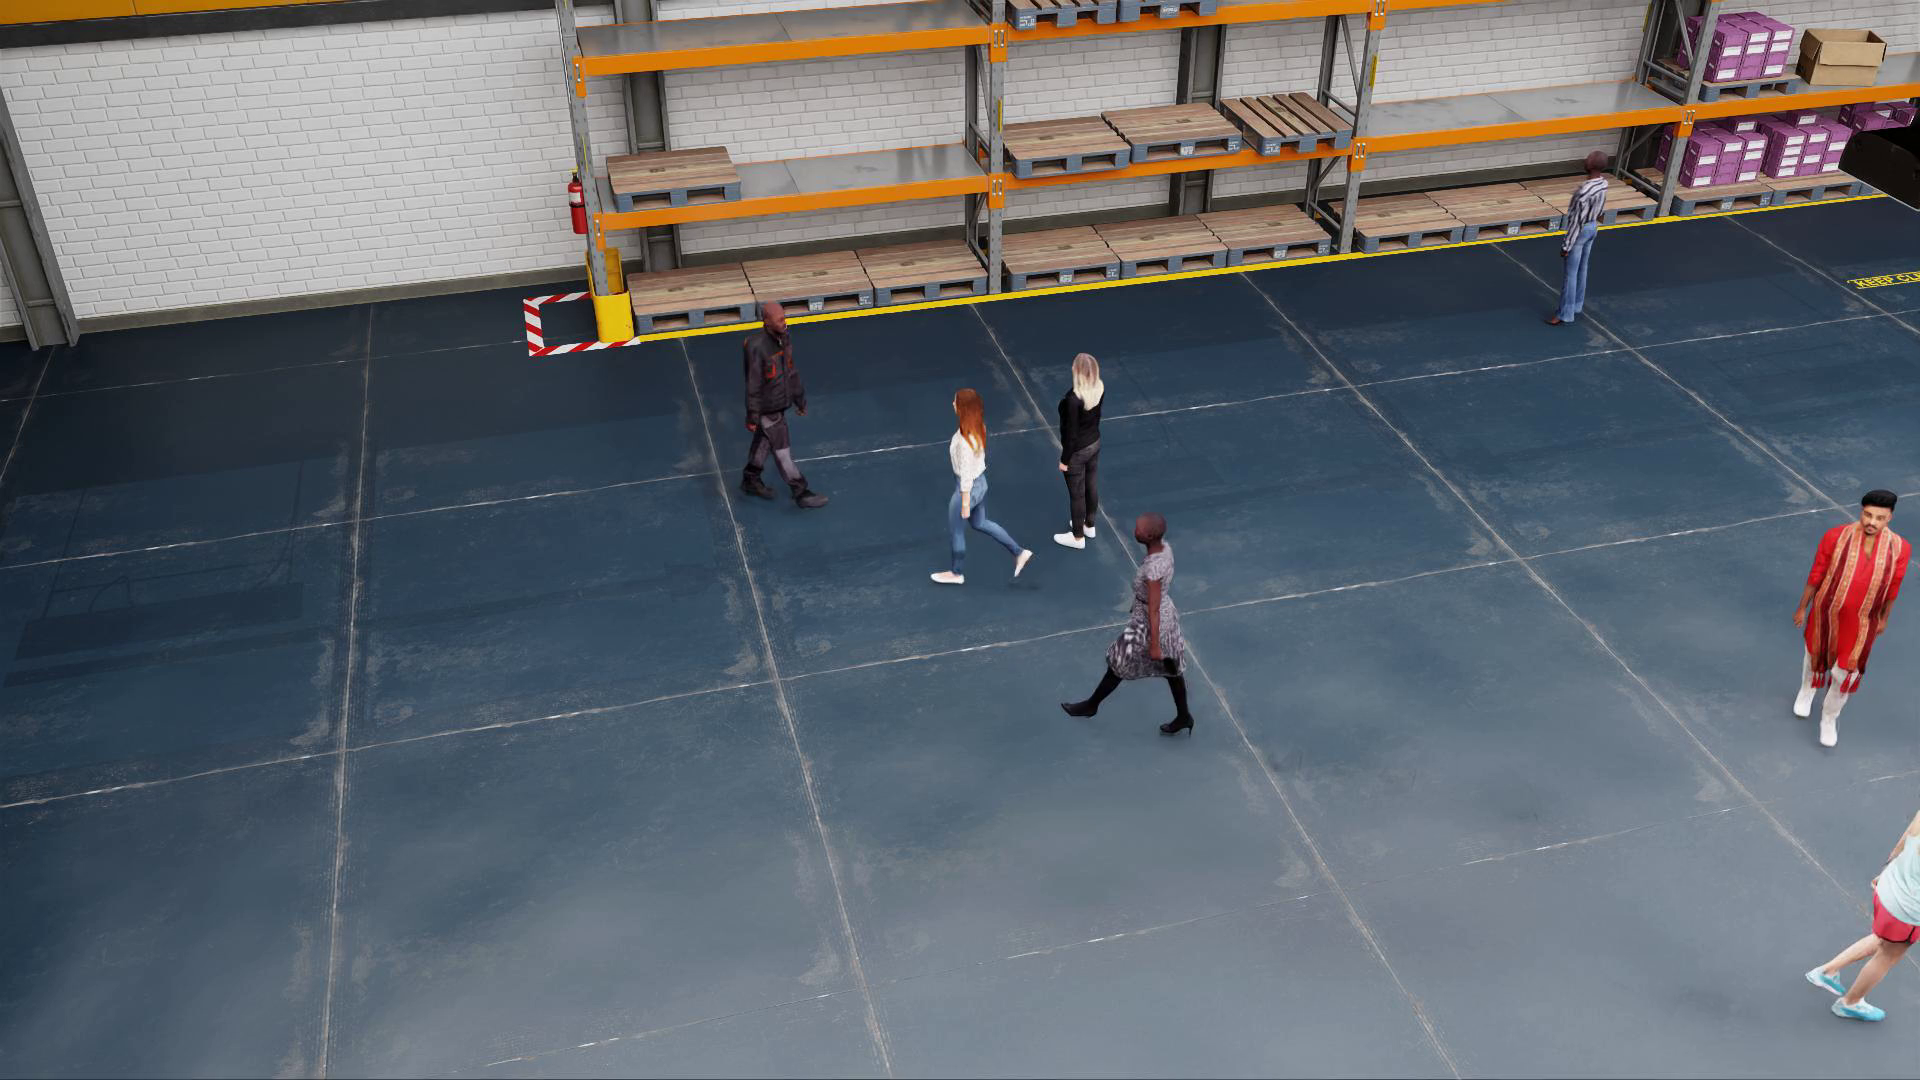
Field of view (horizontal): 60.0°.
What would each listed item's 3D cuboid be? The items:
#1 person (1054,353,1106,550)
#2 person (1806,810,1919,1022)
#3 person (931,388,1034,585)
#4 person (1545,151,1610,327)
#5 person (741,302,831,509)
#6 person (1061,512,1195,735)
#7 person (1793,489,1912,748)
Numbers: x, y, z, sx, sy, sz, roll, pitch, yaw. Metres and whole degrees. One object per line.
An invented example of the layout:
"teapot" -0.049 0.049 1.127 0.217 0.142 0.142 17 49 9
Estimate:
"person" 0.963 -0.702 13.059 0.751 1.686 0.667 23 40 30
"person" 4.990 1.971 8.979 0.817 1.749 0.729 5 34 8
"person" 0.161 -0.365 12.530 1.085 1.710 0.888 9 35 13
"person" 6.110 -2.966 16.365 0.759 1.796 0.646 27 42 34
"person" -1.645 -1.129 13.604 1.236 1.793 1.114 14 36 20
"person" 1.360 0.615 11.024 1.246 1.745 1.044 8 35 12
"person" 5.983 0.409 11.228 0.966 1.863 1.026 17 37 24
